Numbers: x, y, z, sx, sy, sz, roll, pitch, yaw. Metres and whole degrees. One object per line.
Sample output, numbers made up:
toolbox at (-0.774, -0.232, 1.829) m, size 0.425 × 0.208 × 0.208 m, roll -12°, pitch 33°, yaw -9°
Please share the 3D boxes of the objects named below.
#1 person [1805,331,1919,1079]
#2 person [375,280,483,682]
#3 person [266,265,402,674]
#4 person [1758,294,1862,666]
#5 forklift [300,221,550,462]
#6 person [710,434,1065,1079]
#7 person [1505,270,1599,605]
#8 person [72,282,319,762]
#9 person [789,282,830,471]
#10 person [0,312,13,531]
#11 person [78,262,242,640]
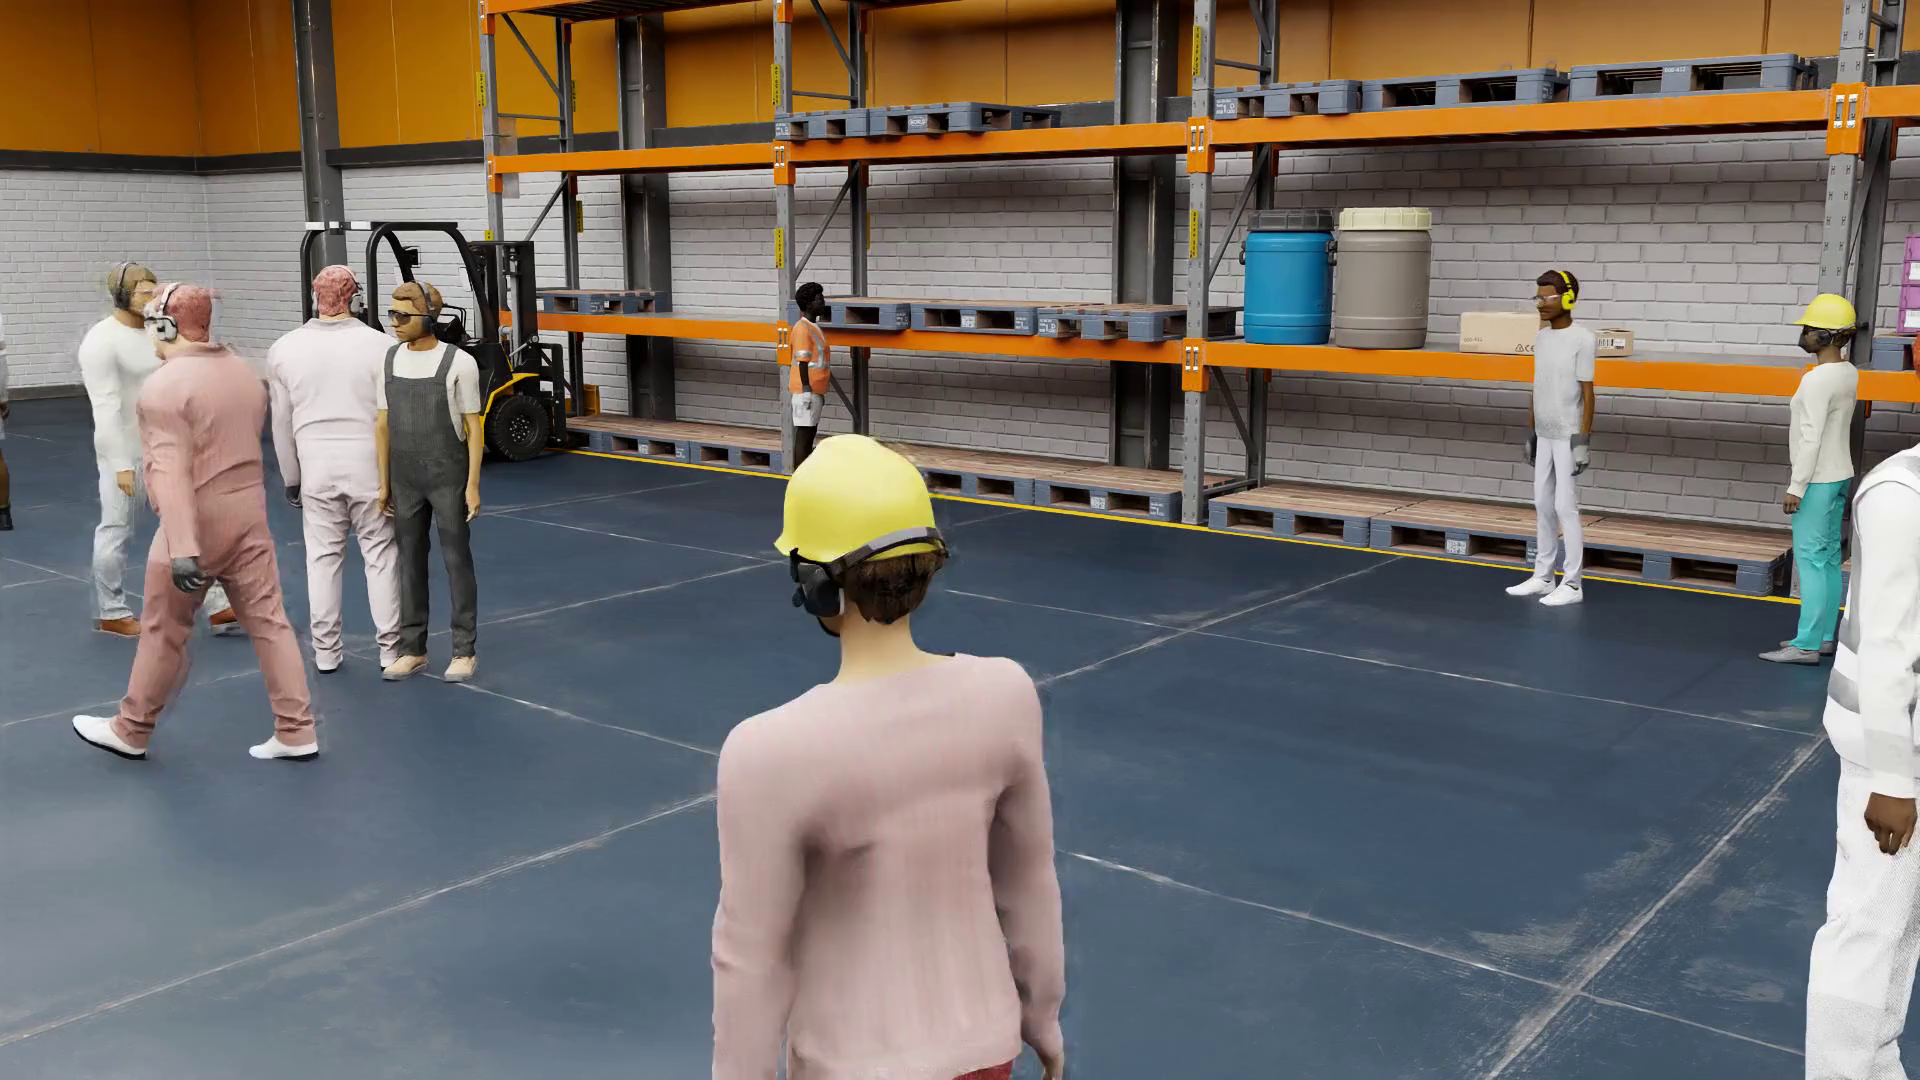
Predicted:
person at (2.057, 0.453, 3.558) m, size 0.574 × 1.883 × 0.361 m, roll -10°, pitch 14°, yaw -43°
person at (-2.431, -0.260, 7.625) m, size 0.506 × 1.843 × 0.349 m, roll 2°, pitch 10°, yaw 8°
person at (-2.852, -0.320, 7.777) m, size 0.641 × 1.908 × 0.407 m, roll -1°, pitch 10°, yaw -5°
person at (4.083, -0.282, 7.948) m, size 0.309 × 1.772 × 0.525 m, roll 10°, pitch 14°, yaw 43°
forklift at (-4.922, -1.741, 14.854) m, size 1.214 × 2.155 × 2.313 m, roll 8°, pitch 13°, yaw 38°
person at (-0.091, 0.731, 2.361) m, size 0.562 × 1.756 × 0.411 m, roll -8°, pitch 13°, yaw -37°
person at (3.333, -0.567, 9.285) m, size 0.327 × 1.860 × 0.538 m, roll -3°, pitch 11°, yaw -17°
person at (-2.959, -0.046, 6.399) m, size 0.988 × 1.854 × 0.669 m, roll 3°, pitch 11°, yaw 14°
person at (-1.172, -1.165, 13.040) m, size 0.321 × 1.697 × 0.529 m, roll 1°, pitch 10°, yaw 5°
person at (-6.859, -1.001, 11.470) m, size 0.376 × 1.933 × 0.552 m, roll 9°, pitch 13°, yaw 40°
person at (-3.985, -0.418, 8.321) m, size 0.958 × 1.898 × 0.658 m, roll 2°, pitch 10°, yaw 11°
